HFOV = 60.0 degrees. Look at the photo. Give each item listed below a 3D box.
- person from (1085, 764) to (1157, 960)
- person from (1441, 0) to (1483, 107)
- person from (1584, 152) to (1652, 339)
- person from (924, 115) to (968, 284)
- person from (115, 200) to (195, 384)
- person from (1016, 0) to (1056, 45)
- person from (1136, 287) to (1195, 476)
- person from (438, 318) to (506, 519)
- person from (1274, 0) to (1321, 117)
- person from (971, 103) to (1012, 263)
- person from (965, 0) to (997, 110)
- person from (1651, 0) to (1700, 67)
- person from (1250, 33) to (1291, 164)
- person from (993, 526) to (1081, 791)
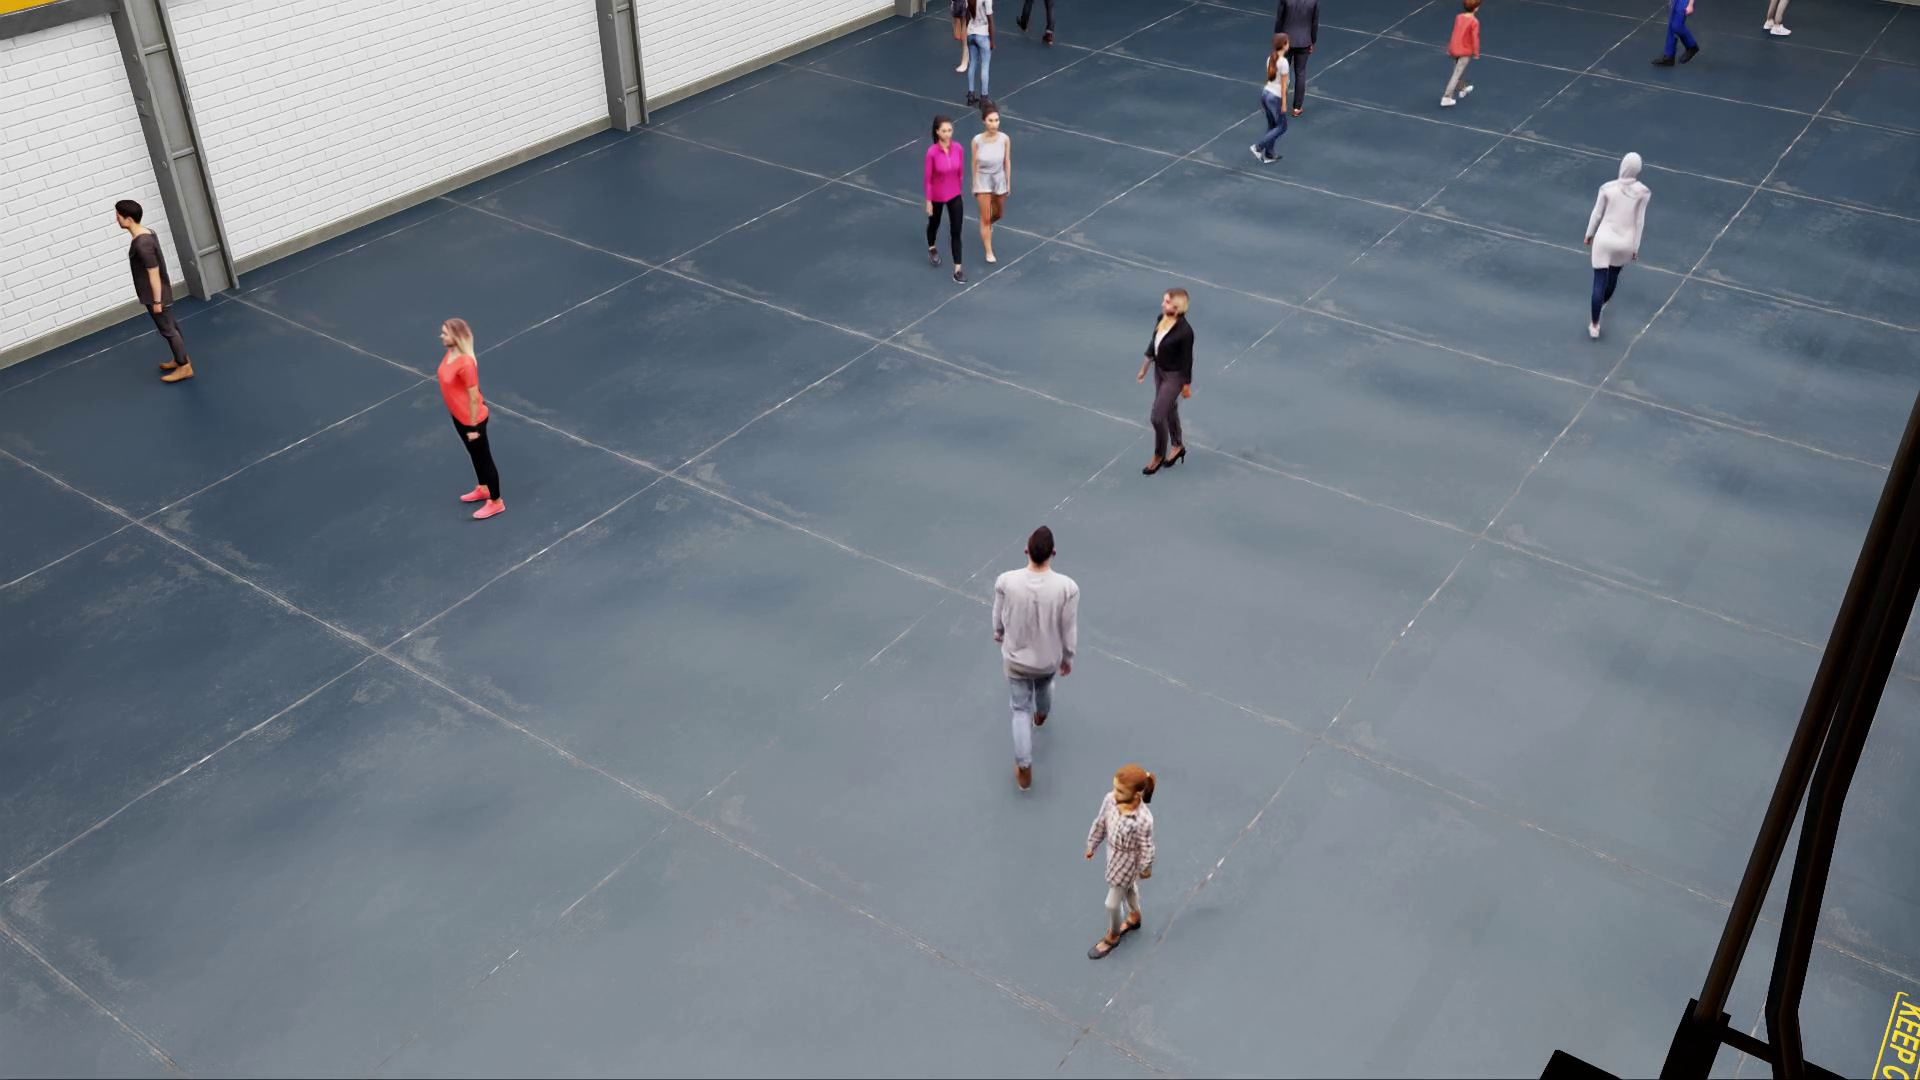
[{"bbox_3d":[0.985,1.747,9.379,0.746,1.293,0.661,-18,37,-24],"label":"person"},{"bbox_3d":[6.388,-6.254,21.330,0.956,1.390,0.759,-19,38,-26],"label":"person"},{"bbox_3d":[6.173,-2.753,15.742,0.846,1.744,1.130,10,35,15],"label":"person"},{"bbox_3d":[-0.196,-3.505,16.957,1.149,1.652,1.086,-12,35,-17],"label":"person"},{"bbox_3d":[-7.273,-2.267,15.038,0.715,1.714,0.706,-13,36,-19],"label":"person"},{"bbox_3d":[1.172,-7.911,23.440,1.215,1.814,1.145,-12,36,-18],"label":"person"},{"bbox_3d":[1.800,-1.322,13.669,0.809,1.656,0.750,-12,35,-17],"label":"person"},{"bbox_3d":[-3.857,-0.978,13.117,0.665,1.693,0.670,-18,38,-25],"label":"person"},{"bbox_3d":[4.224,-6.273,20.972,0.777,1.818,0.758,5,34,7],"label":"person"},{"bbox_3d":[0.299,-3.757,17.391,0.930,1.591,0.972,-7,34,-10],"label":"person"},{"bbox_3d":[0.241,-6.421,21.283,0.612,1.719,0.567,28,42,35],"label":"person"},{"bbox_3d":[9.929,-7.352,22.575,0.959,1.839,0.911,-3,34,-5],"label":"person"},{"bbox_3d":[3.654,-5.169,19.547,0.848,1.556,0.743,-14,36,-20],"label":"person"},{"bbox_3d":[0.446,0.767,10.401,1.063,1.794,1.232,1,34,2],"label":"person"}]
